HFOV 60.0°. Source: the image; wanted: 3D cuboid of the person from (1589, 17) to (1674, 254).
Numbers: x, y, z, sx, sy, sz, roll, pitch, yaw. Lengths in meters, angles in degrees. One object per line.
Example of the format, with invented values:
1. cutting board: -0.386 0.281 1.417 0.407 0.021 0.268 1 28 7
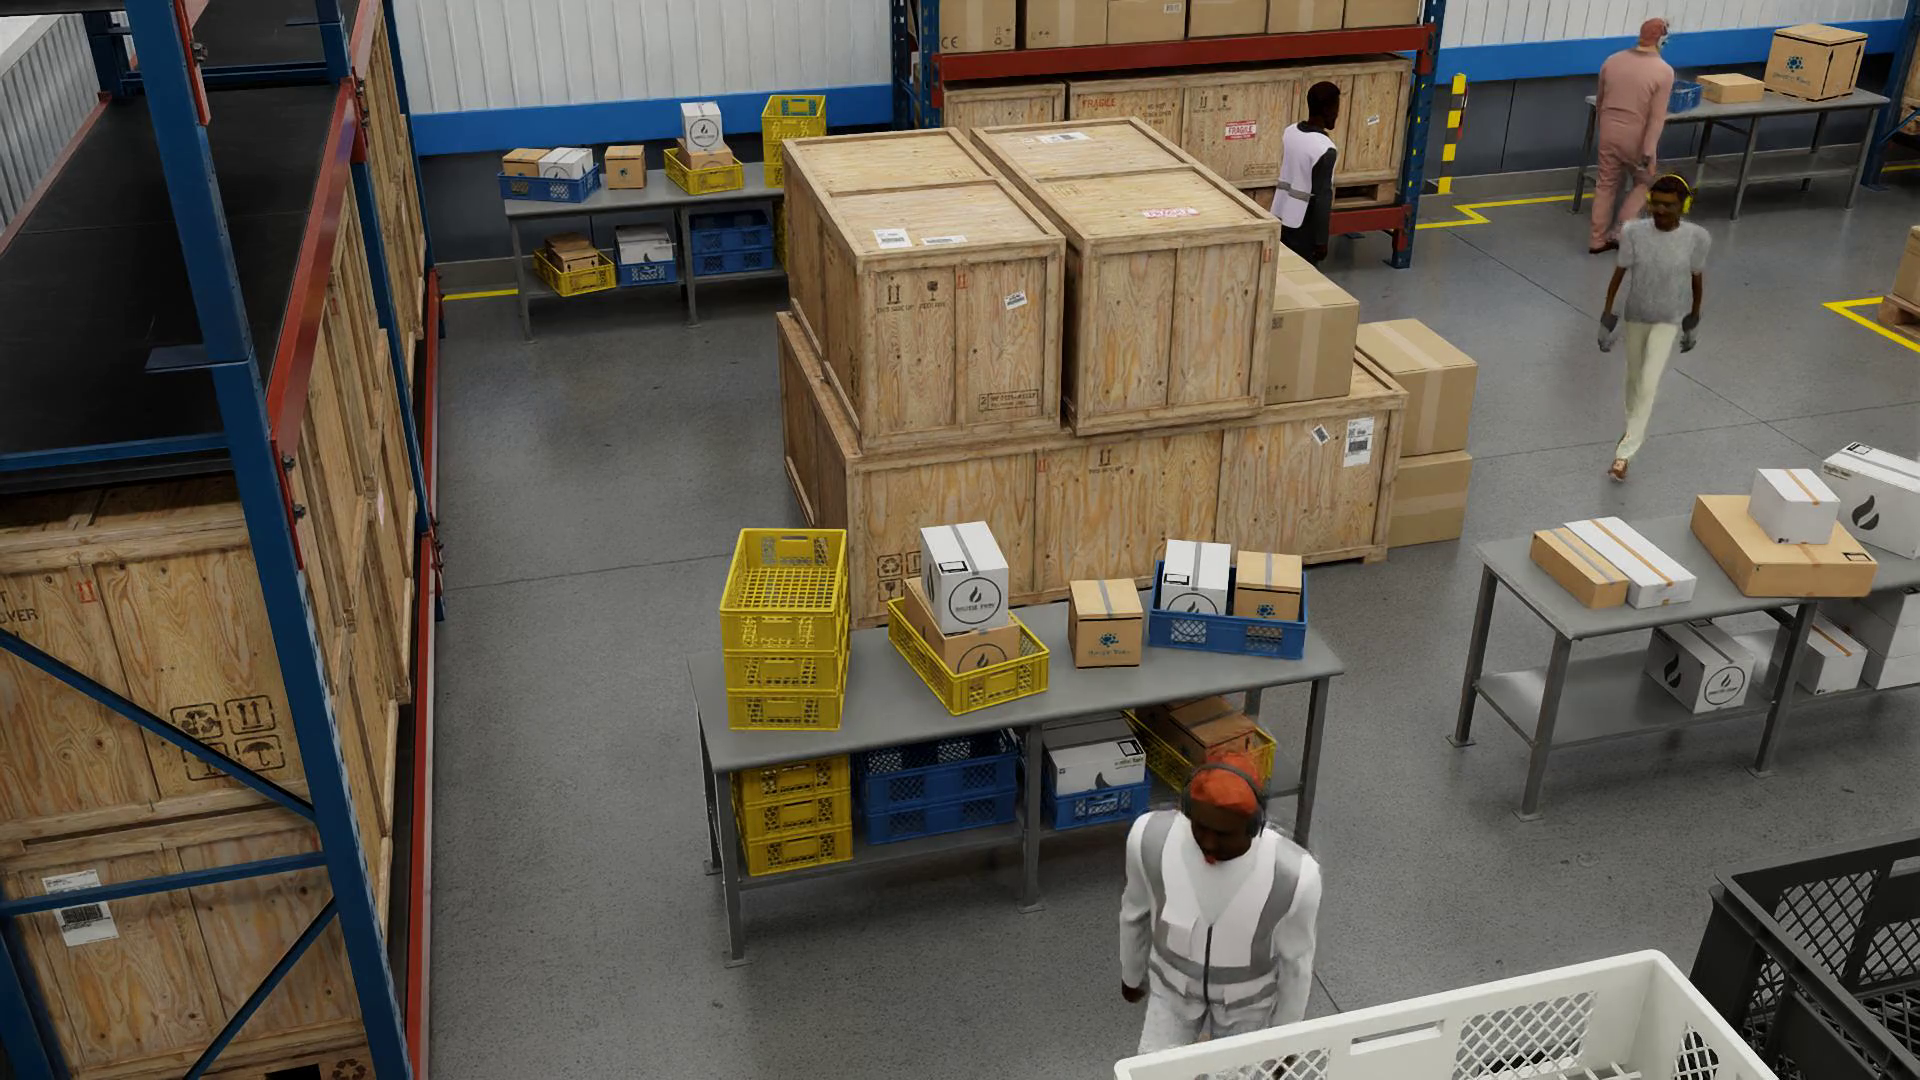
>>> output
1. person: 5.285 -3.171 13.193 0.448 1.881 0.664 -23 36 -35

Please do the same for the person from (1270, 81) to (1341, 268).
1. person: 2.320 -2.150 11.309 0.385 1.912 0.592 -9 30 -15

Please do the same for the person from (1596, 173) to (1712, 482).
1. person: 4.049 -1.263 9.790 0.519 1.811 0.973 18 34 29

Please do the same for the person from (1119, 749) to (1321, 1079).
1. person: 0.746 1.367 4.970 0.587 1.863 0.431 9 30 16
